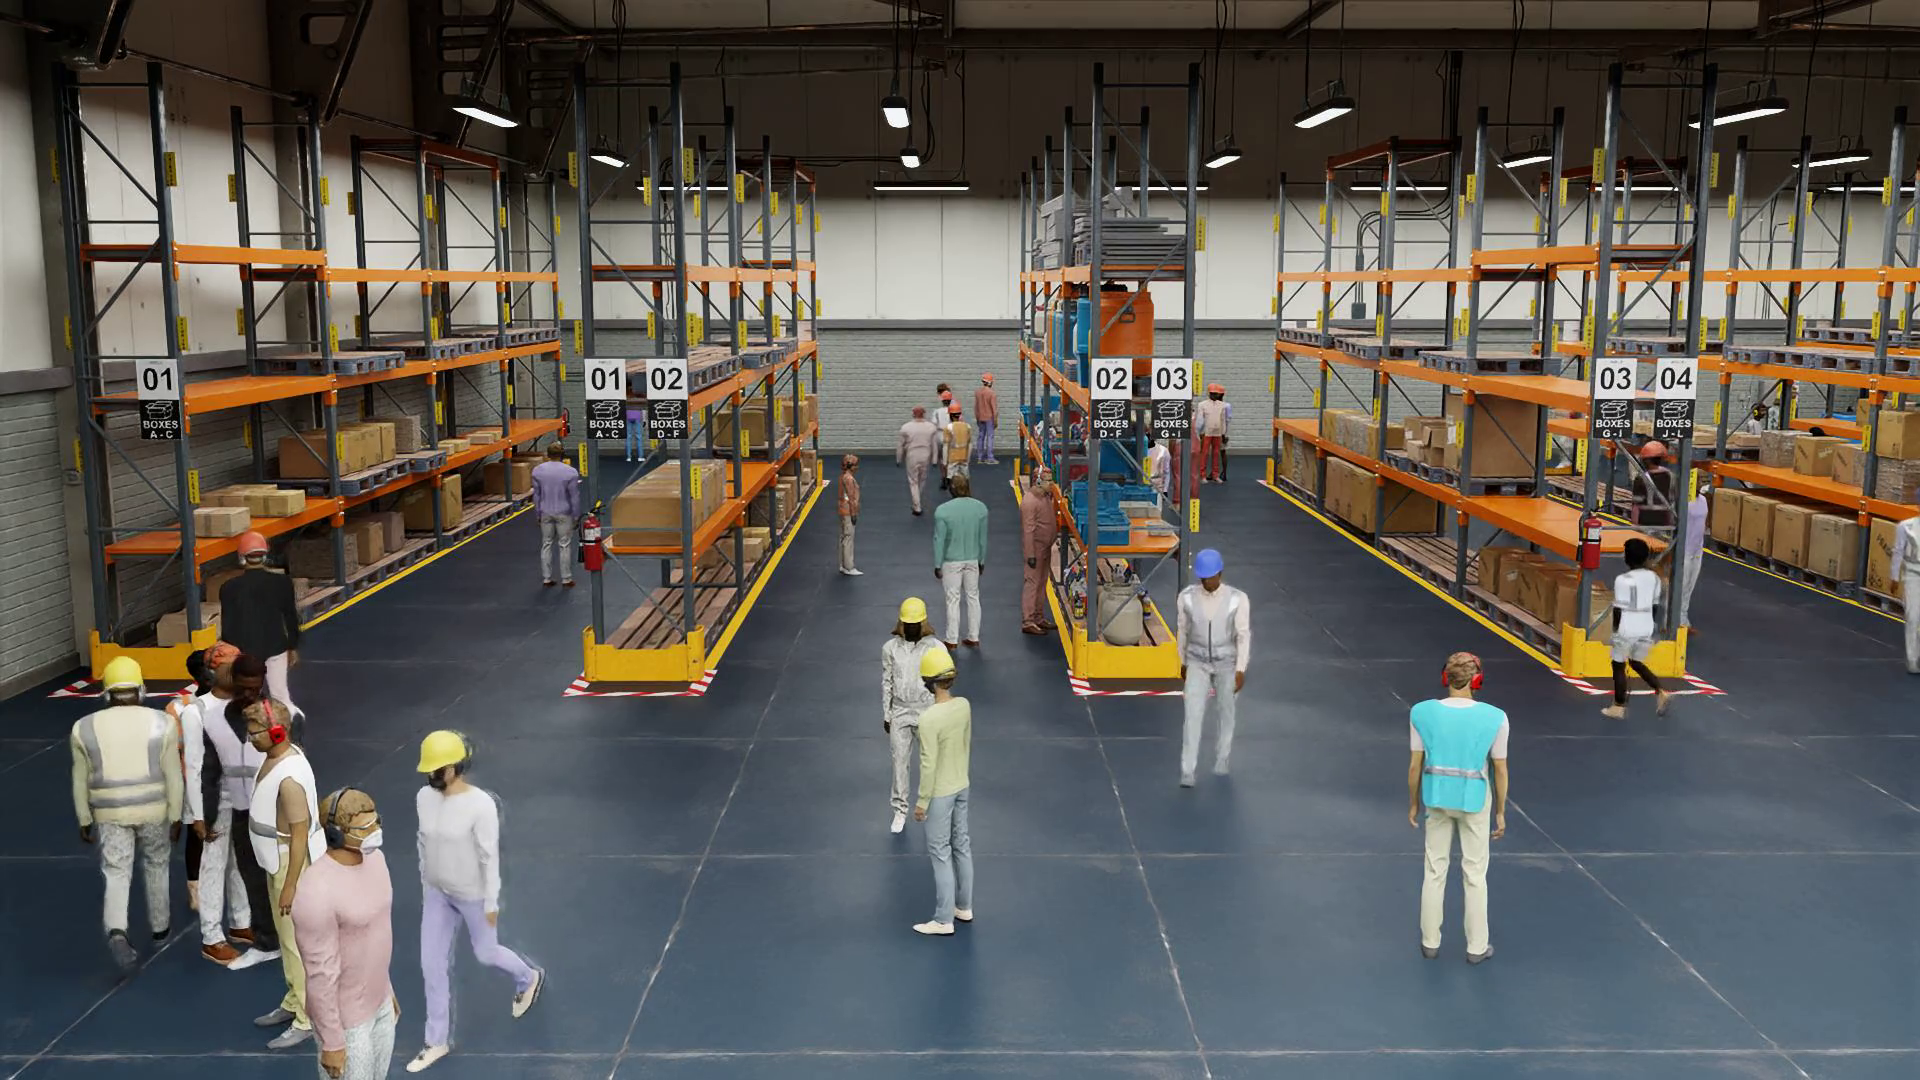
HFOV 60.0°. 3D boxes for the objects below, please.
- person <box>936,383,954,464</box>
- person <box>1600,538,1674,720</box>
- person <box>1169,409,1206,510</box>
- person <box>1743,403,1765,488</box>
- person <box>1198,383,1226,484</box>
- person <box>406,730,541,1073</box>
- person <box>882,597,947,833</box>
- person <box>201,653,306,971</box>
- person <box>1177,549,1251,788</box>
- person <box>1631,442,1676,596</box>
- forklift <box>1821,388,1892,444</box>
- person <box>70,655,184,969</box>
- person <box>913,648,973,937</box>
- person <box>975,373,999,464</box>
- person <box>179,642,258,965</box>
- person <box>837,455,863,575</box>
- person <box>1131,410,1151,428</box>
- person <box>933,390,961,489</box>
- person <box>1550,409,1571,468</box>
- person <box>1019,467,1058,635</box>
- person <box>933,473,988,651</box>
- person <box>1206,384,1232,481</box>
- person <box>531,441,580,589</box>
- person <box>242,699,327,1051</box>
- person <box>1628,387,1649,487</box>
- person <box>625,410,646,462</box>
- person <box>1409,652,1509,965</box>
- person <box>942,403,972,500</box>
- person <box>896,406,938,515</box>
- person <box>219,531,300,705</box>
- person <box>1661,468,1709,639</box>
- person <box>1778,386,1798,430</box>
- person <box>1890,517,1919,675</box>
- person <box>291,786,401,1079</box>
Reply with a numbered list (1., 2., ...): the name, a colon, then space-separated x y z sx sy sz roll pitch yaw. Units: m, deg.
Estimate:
1. person: -0.286 -2.493 35.945 0.748 1.799 0.645 1 9 6
2. person: 6.134 0.824 15.005 0.540 1.685 0.536 -5 10 -29
3. person: 3.908 -1.538 29.037 0.684 2.000 0.538 -3 9 -19
4. person: 13.969 -1.481 29.219 0.328 1.872 0.513 7 11 38
5. person: 4.965 -2.097 32.783 0.619 1.994 0.381 -3 9 -20
6. person: -2.546 1.793 8.638 0.525 1.729 0.834 4 10 23
7. person: -0.329 1.264 11.993 0.484 1.736 0.322 1 9 8
8. person: -4.012 1.562 9.567 0.681 1.899 0.423 0 9 3
9. person: 1.986 1.010 13.126 0.607 1.888 0.979 3 9 16
10. person: 8.576 -0.194 20.509 0.615 2.013 0.882 -3 9 -21
11. forklift: 20.072 -3.110 36.462 1.873 2.768 1.129 0 9 0
12. person: -4.851 1.591 9.707 0.592 1.805 0.788 -3 9 -21
13. person: -0.120 1.532 10.176 0.321 1.765 0.533 5 10 31
14. person: 0.596 -2.645 36.307 0.625 1.992 0.389 9 12 44
15. person: -4.311 1.530 9.804 0.339 1.882 0.581 3 9 16
16. person: -1.512 -0.342 22.630 0.310 1.640 0.514 -3 9 -16
17. person: 3.407 -1.871 31.876 0.642 1.822 0.535 -5 10 -27
18. person: -0.260 -1.937 32.113 0.547 1.895 0.998 4 10 22
19. person: 12.829 -2.434 35.304 0.613 1.878 0.729 -4 10 -22
20. person: 0.908 0.118 18.861 0.403 1.900 0.639 4 10 22
21. person: 0.005 0.239 17.953 0.628 1.933 0.367 -4 10 -26
22. person: 5.155 -2.133 33.194 0.365 1.939 0.542 -7 11 -37
23. person: -5.227 -0.317 21.563 0.623 1.932 0.371 1 9 6
24. person: -3.517 1.723 8.709 0.390 1.839 0.564 -5 10 -31
25. person: 13.182 -1.996 32.280 0.389 1.949 0.604 6 11 33
26. person: -7.240 -2.686 36.783 0.585 1.928 0.368 -1 9 -4
27. person: 2.896 1.568 9.710 0.563 1.837 0.392 4 10 25
28. person: -0.067 -1.374 28.388 0.560 1.925 0.422 -5 10 -29
29. person: -0.757 -1.362 28.514 0.682 1.858 0.810 -3 9 -18
30. person: -5.706 0.903 13.639 0.636 1.960 0.973 -7 11 -38
31. person: 8.117 0.149 18.557 0.630 1.931 0.383 -8 12 -41
32. person: 17.059 -2.254 34.268 0.504 1.847 0.345 -4 10 -25
33. person: 9.838 0.426 16.875 0.647 1.885 0.920 3 9 18
34. person: -2.498 1.957 6.881 0.370 1.940 0.630 0 9 2
